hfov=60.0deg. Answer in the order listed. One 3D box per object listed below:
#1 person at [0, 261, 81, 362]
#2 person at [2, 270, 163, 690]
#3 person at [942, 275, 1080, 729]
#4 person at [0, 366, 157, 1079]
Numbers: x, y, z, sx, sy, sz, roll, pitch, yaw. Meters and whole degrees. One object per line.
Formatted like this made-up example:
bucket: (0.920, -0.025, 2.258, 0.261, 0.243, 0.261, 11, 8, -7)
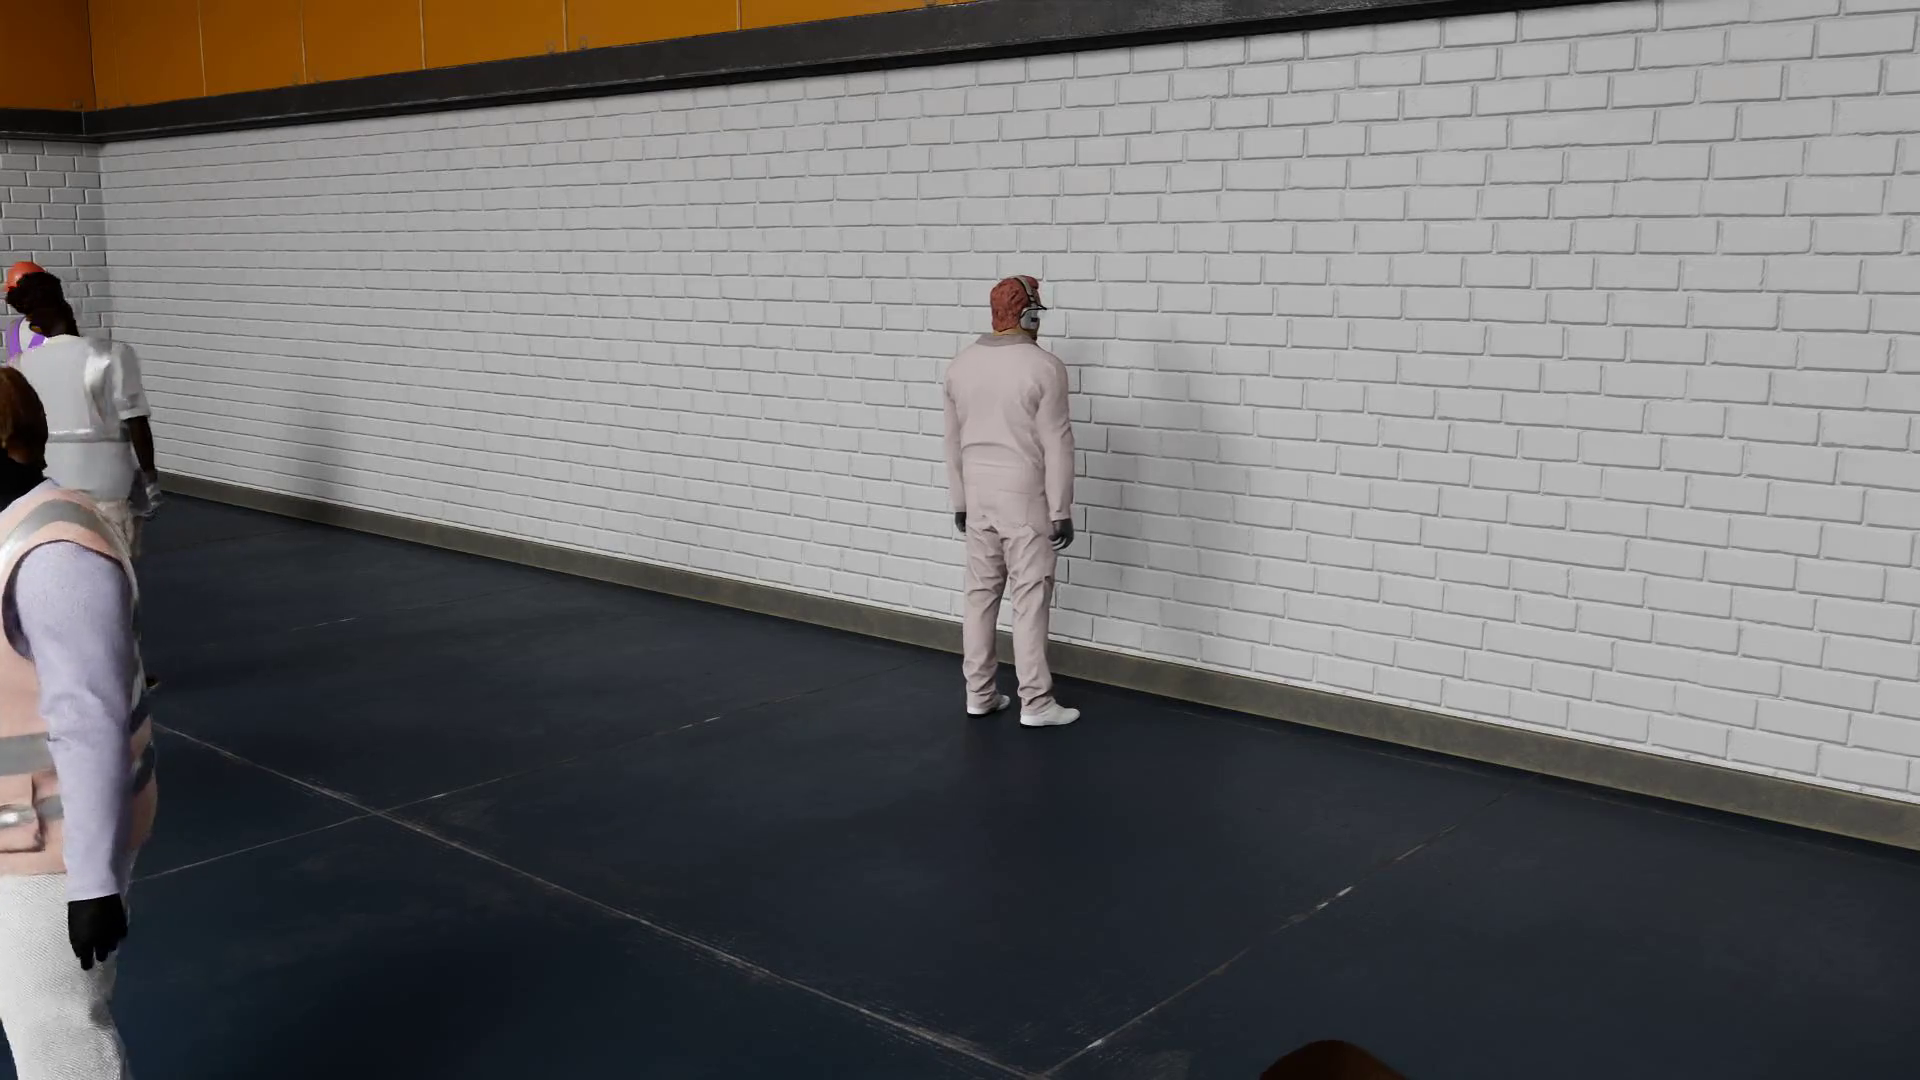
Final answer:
person: (-5.774, -0.771, 10.467, 0.545, 1.938, 0.362, 3, 10, 16)
person: (-3.916, -0.225, 7.428, 0.659, 1.932, 0.407, 1, 10, 5)
person: (0.235, -0.159, 7.067, 0.643, 1.910, 0.400, 9, 13, 41)
person: (-1.783, 0.572, 3.194, 0.655, 1.841, 0.439, 9, 14, 43)
